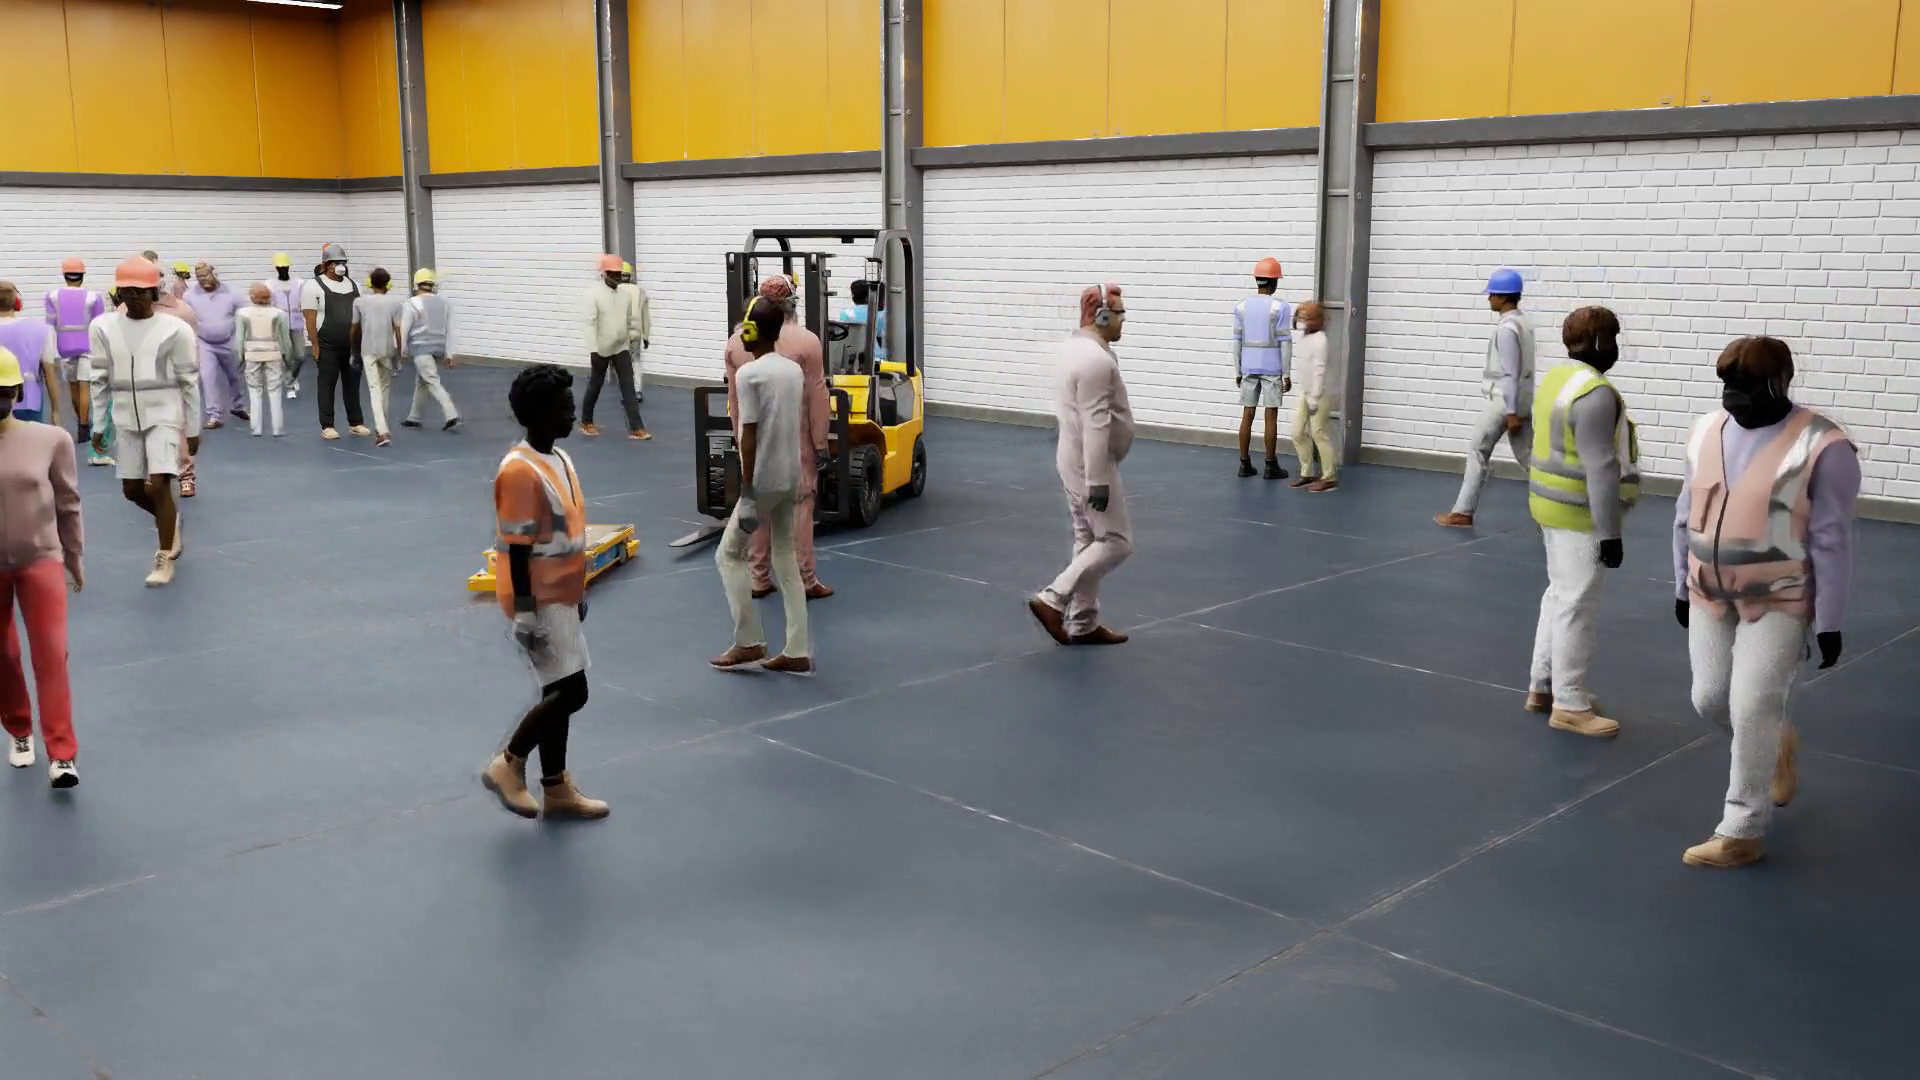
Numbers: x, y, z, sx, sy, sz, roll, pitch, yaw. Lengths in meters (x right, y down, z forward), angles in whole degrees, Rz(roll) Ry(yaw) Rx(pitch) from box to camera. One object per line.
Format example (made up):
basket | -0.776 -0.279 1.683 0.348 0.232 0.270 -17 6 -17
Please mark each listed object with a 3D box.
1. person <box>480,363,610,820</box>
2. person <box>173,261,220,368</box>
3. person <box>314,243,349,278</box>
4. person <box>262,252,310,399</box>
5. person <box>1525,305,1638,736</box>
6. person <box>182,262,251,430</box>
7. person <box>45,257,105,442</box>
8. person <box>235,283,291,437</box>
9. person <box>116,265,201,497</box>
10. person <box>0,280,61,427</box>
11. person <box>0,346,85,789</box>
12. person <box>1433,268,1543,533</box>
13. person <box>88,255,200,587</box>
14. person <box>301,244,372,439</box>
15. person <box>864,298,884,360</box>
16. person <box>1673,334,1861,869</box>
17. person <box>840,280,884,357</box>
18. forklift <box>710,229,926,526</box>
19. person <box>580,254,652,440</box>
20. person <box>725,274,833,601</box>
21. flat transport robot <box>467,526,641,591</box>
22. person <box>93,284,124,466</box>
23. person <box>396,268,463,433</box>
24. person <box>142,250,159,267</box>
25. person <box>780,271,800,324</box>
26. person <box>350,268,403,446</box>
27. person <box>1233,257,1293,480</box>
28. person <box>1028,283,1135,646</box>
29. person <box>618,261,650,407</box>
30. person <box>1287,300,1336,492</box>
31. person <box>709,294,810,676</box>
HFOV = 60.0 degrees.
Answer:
person | -1.468 0.210 5.945 0.378 1.685 0.556 1 10 3
person | -12.276 -3.535 26.327 0.839 1.727 0.532 -2 11 -12
person | -10.948 -4.172 29.016 0.623 1.993 0.384 -10 14 -42
person | -8.870 -2.830 21.915 0.588 1.916 0.592 -7 12 -33
person | 2.681 -0.080 7.181 0.430 1.828 0.670 1 10 8
person | -8.326 -2.197 18.682 0.686 1.854 0.937 -5 11 -24
person | -9.197 -2.001 17.426 0.576 1.898 0.942 -3 11 -14
person | -7.374 -1.903 17.620 0.531 1.637 0.319 -4 11 -22
person | -6.524 -1.287 13.527 0.648 1.907 0.409 -2 11 -11
person | -6.707 -0.916 11.758 0.585 1.801 0.922 -7 13 -35
person | -3.660 0.110 6.416 0.541 1.713 0.922 -6 12 -31
person | 3.986 -0.989 11.930 0.980 1.909 0.600 7 12 33
person | -4.999 -0.751 10.310 0.624 2.019 0.777 -1 10 -4
person | -6.536 -2.097 17.577 0.538 2.000 0.684 8 13 37
person | -1.101 -2.149 19.028 0.583 1.613 0.499 5 12 26
person | 2.787 0.191 5.741 0.722 1.813 0.660 -6 12 -29
person | -1.080 -1.971 17.931 0.549 1.644 0.885 -6 12 -29
forklift | -1.050 -1.319 12.920 1.214 2.155 2.313 2 11 13
person | -3.709 -2.029 17.512 1.036 1.941 0.640 9 14 42
person | -1.035 -0.590 9.727 0.643 1.909 0.410 4 11 23
flat transport robot | -2.526 0.091 10.476 0.652 0.197 1.431 1 10 5
person | -7.644 -1.536 15.402 0.919 1.719 0.546 -5 11 -24
person | -5.772 -2.055 18.077 0.968 1.782 0.591 5 11 24
person | -12.368 -3.486 25.506 0.714 1.907 0.664 -3 11 -16
person | -1.950 -2.194 18.919 0.301 1.743 0.484 -1 10 -6
person | -5.959 -1.880 17.071 0.519 1.804 1.033 -5 12 -27
person | 2.668 -1.500 14.601 0.552 1.937 0.356 8 13 36
person | 0.657 -0.361 8.523 0.476 1.887 0.666 -1 10 -3
person | -4.179 -2.560 20.730 0.594 1.817 0.432 -6 12 -30
person | 2.944 -1.186 13.776 0.484 1.604 0.515 -3 11 -15
person | -0.998 -0.258 8.075 0.653 1.846 0.549 6 12 31
